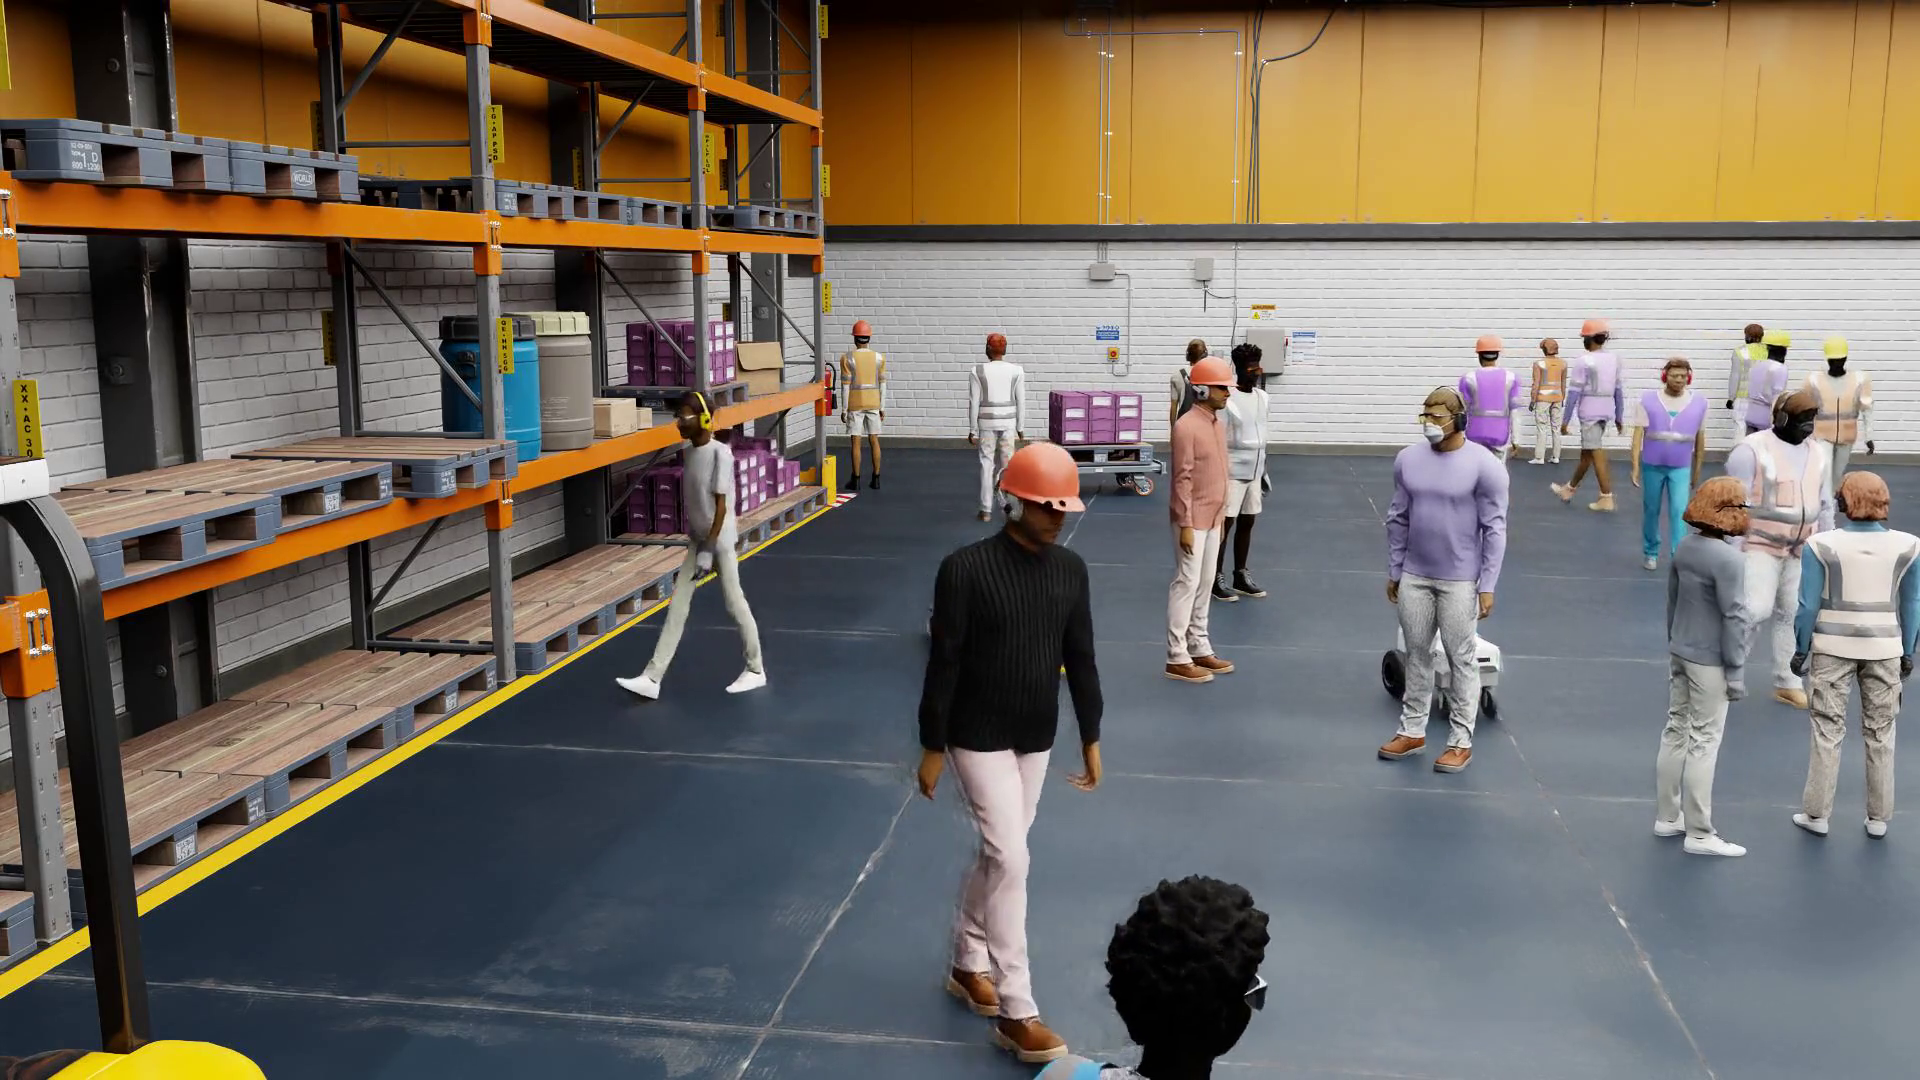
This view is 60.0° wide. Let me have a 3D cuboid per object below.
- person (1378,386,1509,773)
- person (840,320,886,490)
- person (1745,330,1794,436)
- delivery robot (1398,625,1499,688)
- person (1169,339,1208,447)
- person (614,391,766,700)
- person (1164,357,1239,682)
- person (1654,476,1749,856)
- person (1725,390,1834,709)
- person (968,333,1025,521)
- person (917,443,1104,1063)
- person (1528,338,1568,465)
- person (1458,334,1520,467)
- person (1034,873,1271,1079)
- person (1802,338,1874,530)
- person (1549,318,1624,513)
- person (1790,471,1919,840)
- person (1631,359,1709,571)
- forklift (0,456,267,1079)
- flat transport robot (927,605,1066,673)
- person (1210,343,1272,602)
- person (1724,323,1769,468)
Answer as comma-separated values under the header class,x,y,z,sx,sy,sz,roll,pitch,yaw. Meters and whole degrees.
class,x,y,z,sx,sy,sz,roll,pitch,yaw
person,2.426,0.193,8.370,0.369,1.938,0.630,-8,12,-41
person,-1.117,-1.536,19.040,0.545,1.938,0.361,-4,10,-22
person,8.467,-1.228,17.282,0.921,1.883,0.609,-2,9,-9
delivery robot,2.805,0.642,9.571,0.477,0.478,0.707,-1,9,-9
person,2.309,-1.046,16.303,0.515,1.843,0.326,3,10,19
person,-1.534,0.048,9.675,1.004,1.812,0.505,-9,13,-44
person,1.492,-0.129,10.227,0.400,1.990,0.617,6,11,32
person,3.231,0.534,7.207,0.286,1.634,0.500,-1,9,-4
person,4.730,0.051,9.577,0.667,1.831,0.481,-2,9,-11
person,0.367,-1.127,16.683,0.584,1.882,0.349,-2,9,-12
person,0.236,0.667,5.394,0.631,1.951,0.880,-7,12,-38
person,7.592,-1.781,21.474,0.512,1.637,0.309,-3,10,-17
person,4.938,-0.981,15.677,0.587,1.911,0.713,1,9,7
person,0.369,1.283,2.458,0.557,1.660,0.793,9,13,44
person,8.353,-0.987,15.886,0.601,1.866,1.028,3,10,17
person,6.541,-1.311,17.442,0.641,1.997,1.019,-5,10,-27
person,3.945,0.511,7.338,0.513,1.639,0.310,2,9,12
person,5.793,-0.583,13.610,0.574,1.792,0.982,3,10,19
forklift,-2.328,0.975,2.765,2.313,2.155,1.214,1,9,9
flat transport robot,0.215,0.633,10.789,0.652,0.197,1.431,-2,9,-10
person,2.142,-0.518,12.672,0.609,1.964,0.367,-7,12,-37
person,9.979,-1.810,21.027,0.627,1.844,0.429,-2,9,-10
